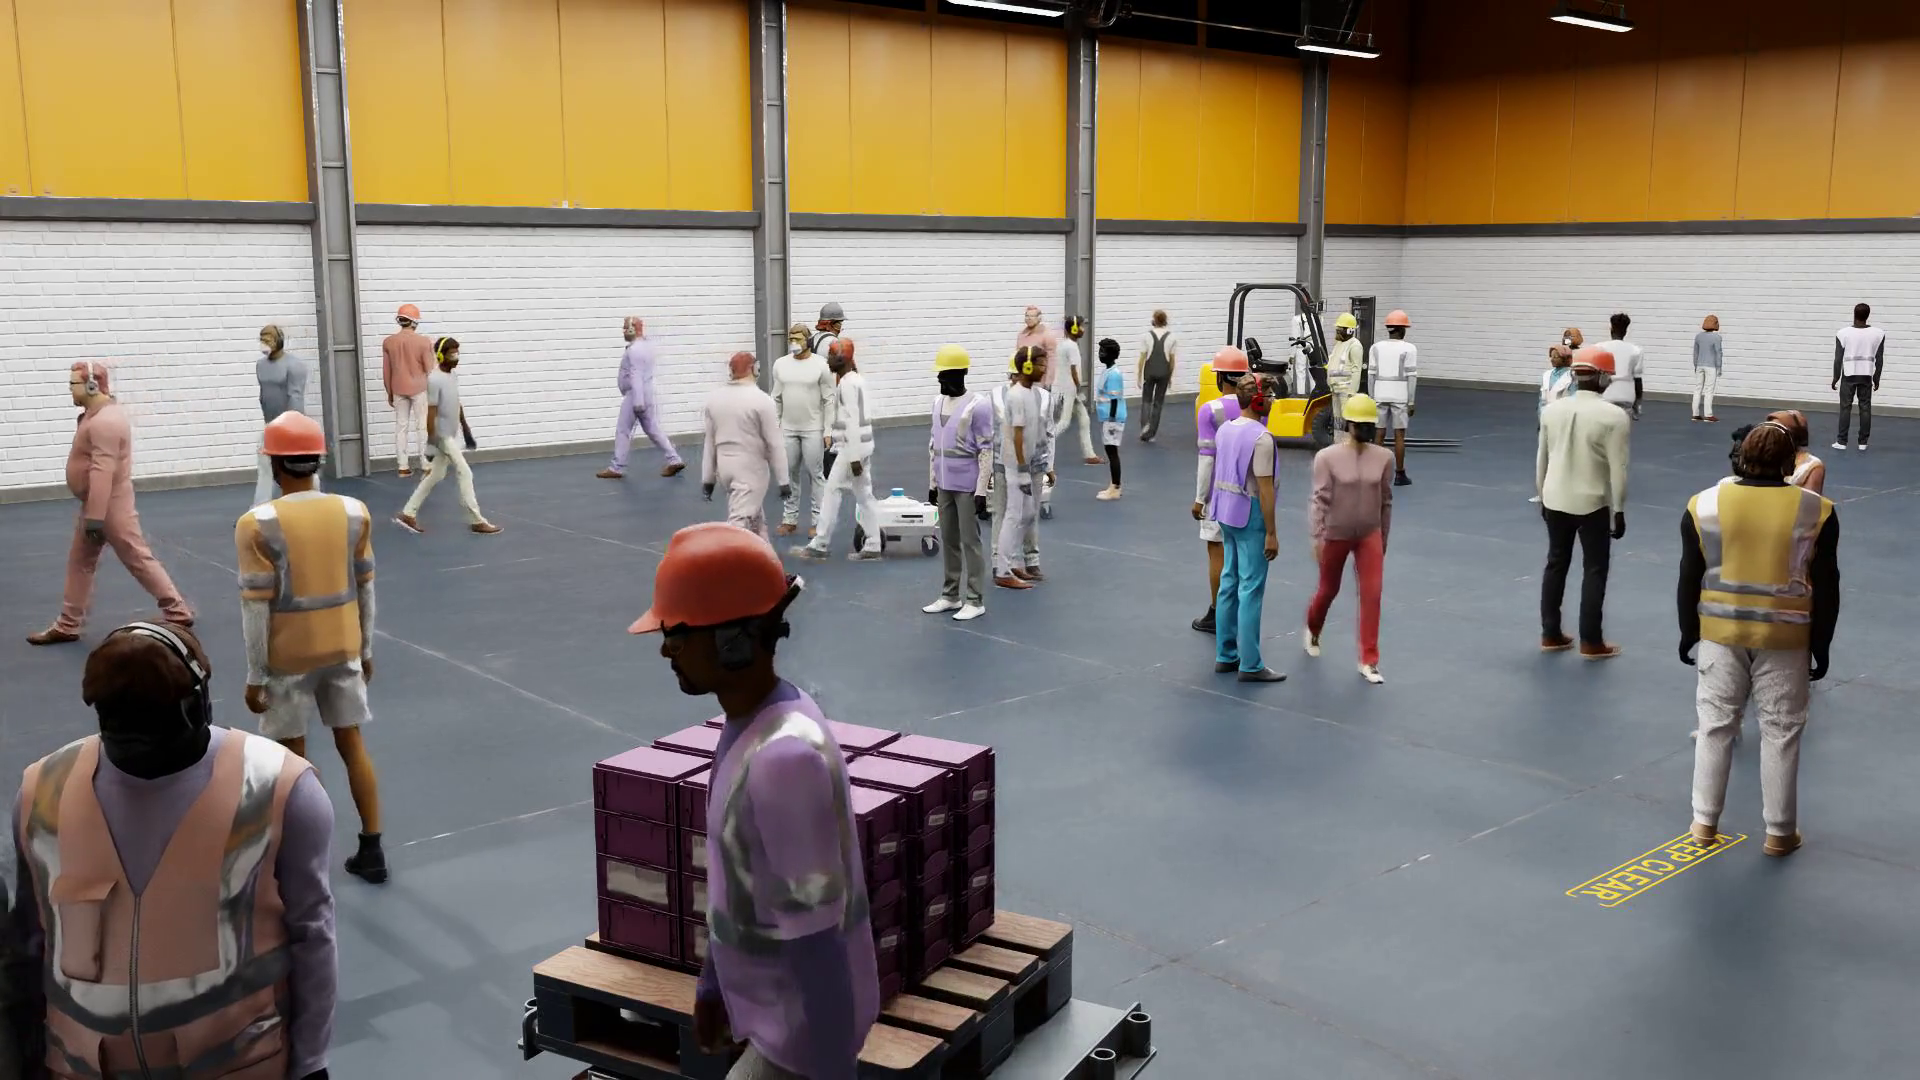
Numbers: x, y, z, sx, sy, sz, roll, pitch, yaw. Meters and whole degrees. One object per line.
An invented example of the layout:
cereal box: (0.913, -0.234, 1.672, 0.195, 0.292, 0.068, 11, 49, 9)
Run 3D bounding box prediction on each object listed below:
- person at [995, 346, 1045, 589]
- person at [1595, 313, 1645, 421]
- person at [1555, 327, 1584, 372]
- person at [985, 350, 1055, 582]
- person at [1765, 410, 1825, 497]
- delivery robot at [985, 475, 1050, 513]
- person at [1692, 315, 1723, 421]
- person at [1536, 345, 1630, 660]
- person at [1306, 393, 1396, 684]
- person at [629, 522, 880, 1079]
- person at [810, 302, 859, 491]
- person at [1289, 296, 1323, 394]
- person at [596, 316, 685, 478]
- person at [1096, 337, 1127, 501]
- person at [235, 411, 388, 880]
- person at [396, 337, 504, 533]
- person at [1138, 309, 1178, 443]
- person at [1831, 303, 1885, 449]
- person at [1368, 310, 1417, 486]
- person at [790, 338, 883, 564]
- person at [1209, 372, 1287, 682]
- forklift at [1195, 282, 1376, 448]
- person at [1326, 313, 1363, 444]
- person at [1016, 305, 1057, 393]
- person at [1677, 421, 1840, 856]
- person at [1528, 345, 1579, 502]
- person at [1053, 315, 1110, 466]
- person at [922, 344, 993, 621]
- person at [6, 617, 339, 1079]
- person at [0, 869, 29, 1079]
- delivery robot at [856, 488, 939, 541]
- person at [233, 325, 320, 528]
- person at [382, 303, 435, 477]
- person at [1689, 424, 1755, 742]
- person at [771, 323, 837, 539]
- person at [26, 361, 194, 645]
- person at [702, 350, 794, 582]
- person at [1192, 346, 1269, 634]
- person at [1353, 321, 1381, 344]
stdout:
person: (0.445, -0.546, 12.686, 0.374, 1.853, 0.643, 2, 10, 12)
person: (7.258, -1.549, 18.445, 0.615, 1.908, 0.750, 2, 10, 11)
person: (7.811, -1.907, 21.293, 0.283, 1.633, 0.501, -7, 12, -36)
person: (0.465, -0.579, 12.971, 0.588, 1.822, 0.403, -2, 10, -11)
person: (4.903, 0.038, 9.925, 0.324, 1.629, 0.524, -4, 10, -22)
delivery robot: (0.526, -0.500, 15.936, 0.707, 0.478, 0.477, -7, 12, -37)
person: (11.502, -2.640, 25.579, 0.273, 1.635, 0.507, -4, 11, -23)
person: (3.940, -0.235, 10.498, 0.437, 1.977, 0.645, -7, 12, -37)
person: (2.367, -0.054, 10.185, 0.523, 1.723, 0.874, -1, 10, -6)
person: (-0.395, 0.967, 3.361, 0.641, 2.013, 0.694, -2, 10, -11)
person: (-1.350, -1.562, 18.083, 0.538, 2.000, 0.684, -5, 11, -28)
person: (5.666, -3.047, 27.238, 0.584, 1.882, 0.337, -3, 10, -17)
person: (-3.643, -1.628, 19.001, 0.979, 1.865, 0.657, 1, 10, 5)
person: (1.574, -1.258, 17.326, 0.320, 1.695, 0.537, 0, 10, 1)
person: (-2.602, 0.455, 6.687, 0.579, 1.926, 0.565, 10, 14, 44)
person: (-4.718, -0.946, 15.163, 0.973, 1.813, 0.553, 0, 10, -1)
person: (2.678, -2.210, 22.535, 0.512, 1.813, 0.385, 1, 10, 6)
person: (11.774, -2.138, 21.829, 0.592, 1.915, 0.389, 2, 10, 14)
person: (4.792, -1.570, 18.440, 0.547, 1.934, 0.376, 7, 12, 35)
person: (-1.035, -0.725, 13.719, 0.841, 1.856, 0.595, 1, 10, 5)
person: (1.707, -0.077, 9.951, 0.389, 1.848, 0.563, -4, 10, -21)
forklift: (4.328, -2.346, 22.227, 2.313, 2.155, 1.214, 3, 10, 16)
person: (4.721, -1.873, 20.501, 0.403, 1.837, 0.591, -2, 10, -13)
person: (0.919, -2.036, 21.254, 0.407, 1.906, 0.653, -9, 13, -44)
person: (3.382, 0.417, 7.081, 0.621, 1.845, 0.429, 6, 11, 31)
person: (6.082, -1.165, 16.926, 0.314, 1.642, 0.514, -4, 11, -23)
person: (1.332, -1.795, 20.066, 0.913, 1.835, 0.531, 1, 10, 6)
person: (-0.029, -0.401, 11.617, 0.383, 1.924, 0.594, -8, 13, -39)
person: (-1.573, 1.059, 3.346, 0.620, 1.837, 0.429, -2, 10, -9)
person: (-2.053, 1.121, 3.302, 0.513, 1.718, 0.508, 1, 10, 5)
delivery robot: (-0.529, -0.197, 14.164, 0.707, 0.478, 0.477, 0, 10, -2)
person: (-6.289, -1.014, 15.274, 0.647, 1.895, 0.952, 5, 11, 25)
person: (-6.291, -1.705, 19.075, 0.612, 1.987, 0.400, 1, 10, 7)
person: (4.154, 0.223, 8.679, 0.630, 1.679, 0.539, -2, 10, -10)
person: (-1.414, -0.977, 14.959, 0.627, 1.940, 0.371, 3, 10, 20)
person: (-5.593, -0.243, 10.909, 0.985, 1.862, 0.661, -6, 11, -31)
person: (-1.596, -0.478, 12.342, 0.664, 1.849, 1.028, 9, 13, 42)
person: (1.794, -0.333, 11.190, 0.552, 1.936, 0.358, -5, 11, -28)
person: (6.383, -2.862, 26.393, 0.881, 1.812, 0.633, -6, 11, -31)
